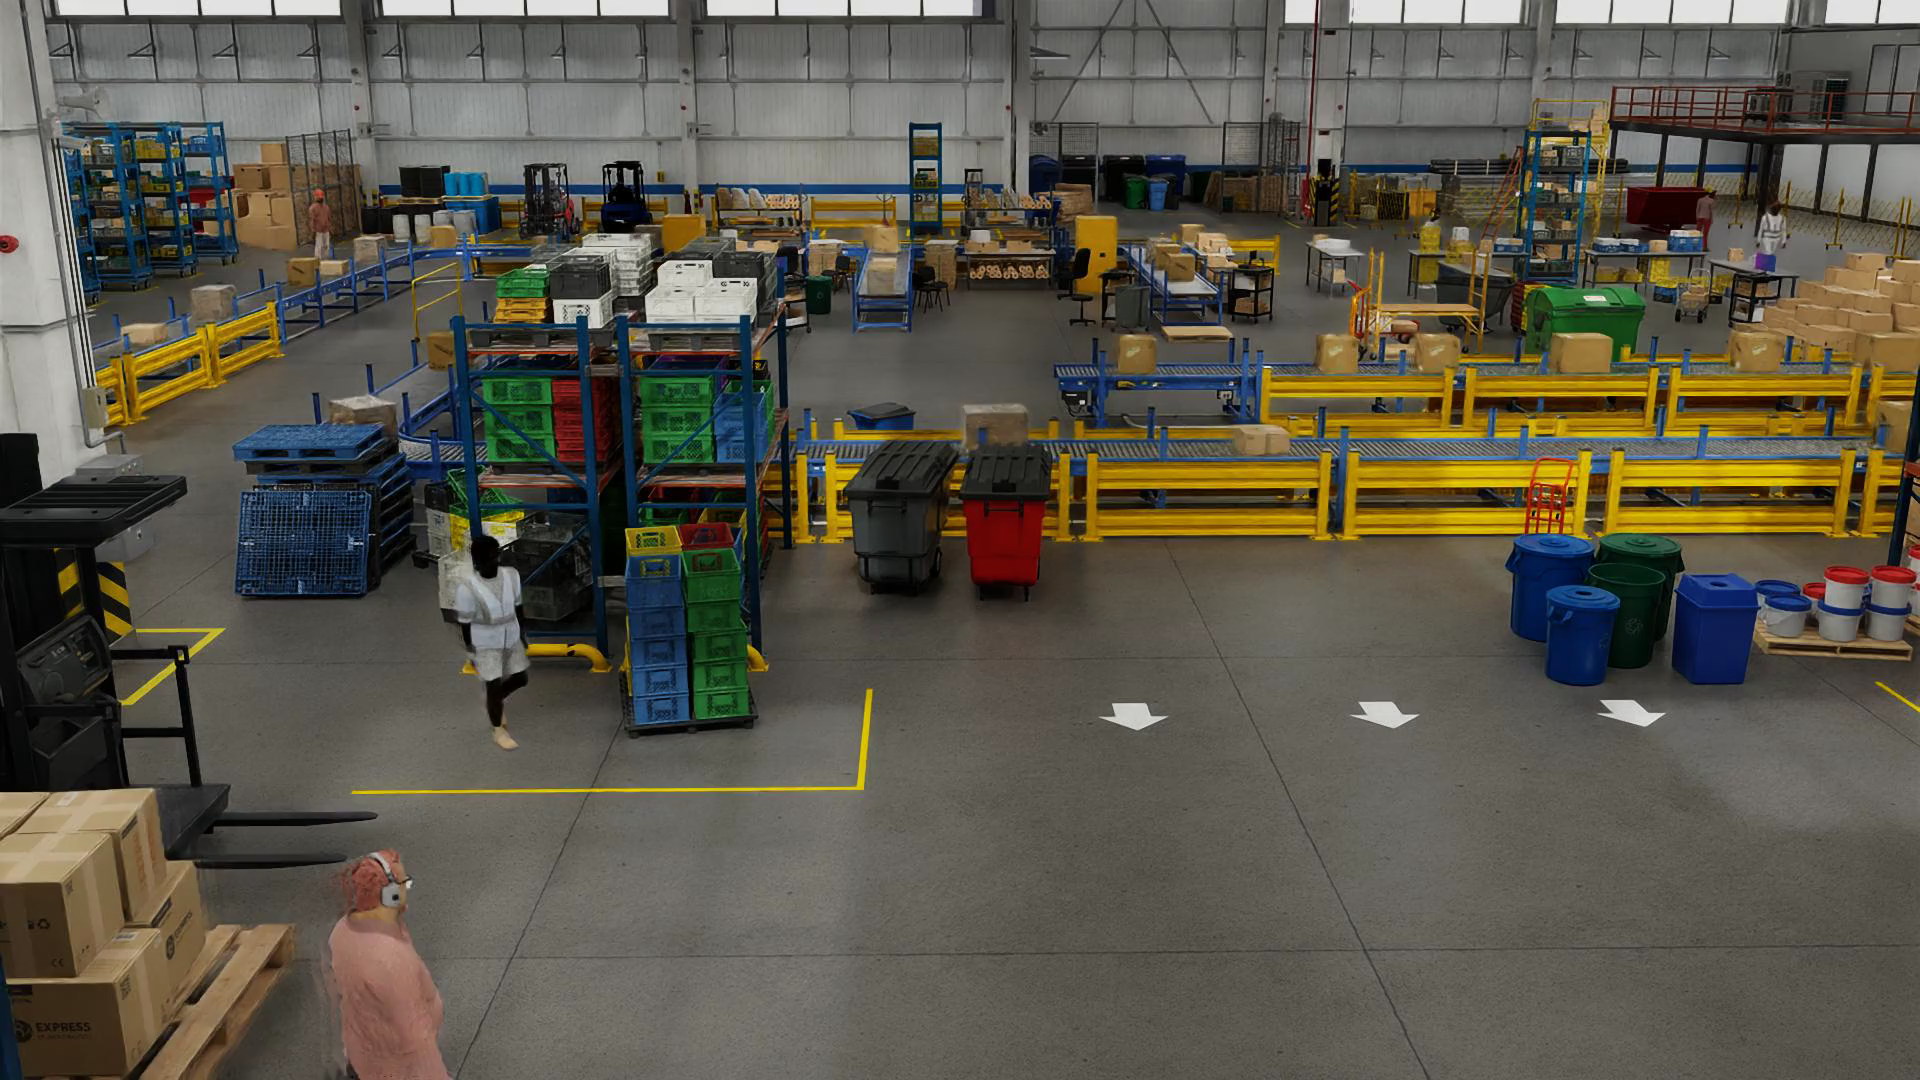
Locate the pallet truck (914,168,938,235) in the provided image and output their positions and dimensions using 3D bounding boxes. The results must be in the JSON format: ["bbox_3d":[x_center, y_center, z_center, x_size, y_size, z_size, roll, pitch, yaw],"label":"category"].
[{"bbox_3d":[-0.989,-10.316,50.507,0.823,1.965,1.885,1,16,3],"label":"pallet truck"}]

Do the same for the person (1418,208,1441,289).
[{"bbox_3d":[10.800,-6.689,38.162,0.435,1.851,0.506,14,21,40],"label":"person"}]

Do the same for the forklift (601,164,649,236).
[{"bbox_3d":[-9.948,-10.127,49.296,1.157,1.987,2.680,-1,16,-3],"label":"forklift"}]

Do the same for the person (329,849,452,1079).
[{"bbox_3d":[-2.490,2.235,7.122,0.959,1.864,0.642,-9,19,-30],"label":"person"}]

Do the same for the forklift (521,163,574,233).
[{"bbox_3d":[-12.233,-10.122,49.298,1.157,1.987,2.680,0,16,-1],"label":"forklift"}]

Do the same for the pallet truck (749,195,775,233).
[{"bbox_3d":[-6.051,-9.967,50.660,0.680,1.201,1.601,0,16,-1],"label":"pallet truck"}]

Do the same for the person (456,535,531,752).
[{"bbox_3d":[-3.538,0.757,12.570,0.455,1.682,0.554,14,21,40],"label":"person"}]

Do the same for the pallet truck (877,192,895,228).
[{"bbox_3d":[-2.277,-9.986,50.594,0.653,1.274,1.630,0,16,-1],"label":"pallet truck"}]

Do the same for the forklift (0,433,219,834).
[{"bbox_3d":[-5.952,0.780,10.366,1.873,2.768,1.129,0,16,-1],"label":"forklift"}]

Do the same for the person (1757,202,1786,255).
[{"bbox_3d":[19.487,-7.190,39.939,0.593,1.838,0.976,0,16,1],"label":"person"}]

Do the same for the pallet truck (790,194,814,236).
[{"bbox_3d":[-4.814,-9.883,50.259,0.704,1.261,1.522,-1,16,-3],"label":"pallet truck"}]

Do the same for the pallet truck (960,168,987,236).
[{"bbox_3d":[0.383,-10.230,50.206,0.823,1.965,1.885,-1,16,-3],"label":"pallet truck"}]

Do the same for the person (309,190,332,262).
[{"bbox_3d":[-15.934,-7.735,41.543,0.394,1.990,0.622,7,17,22],"label":"person"}]

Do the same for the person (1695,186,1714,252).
[{"bbox_3d":[20.498,-8.834,45.767,0.318,1.769,0.522,-11,19,-32],"label":"person"}]
